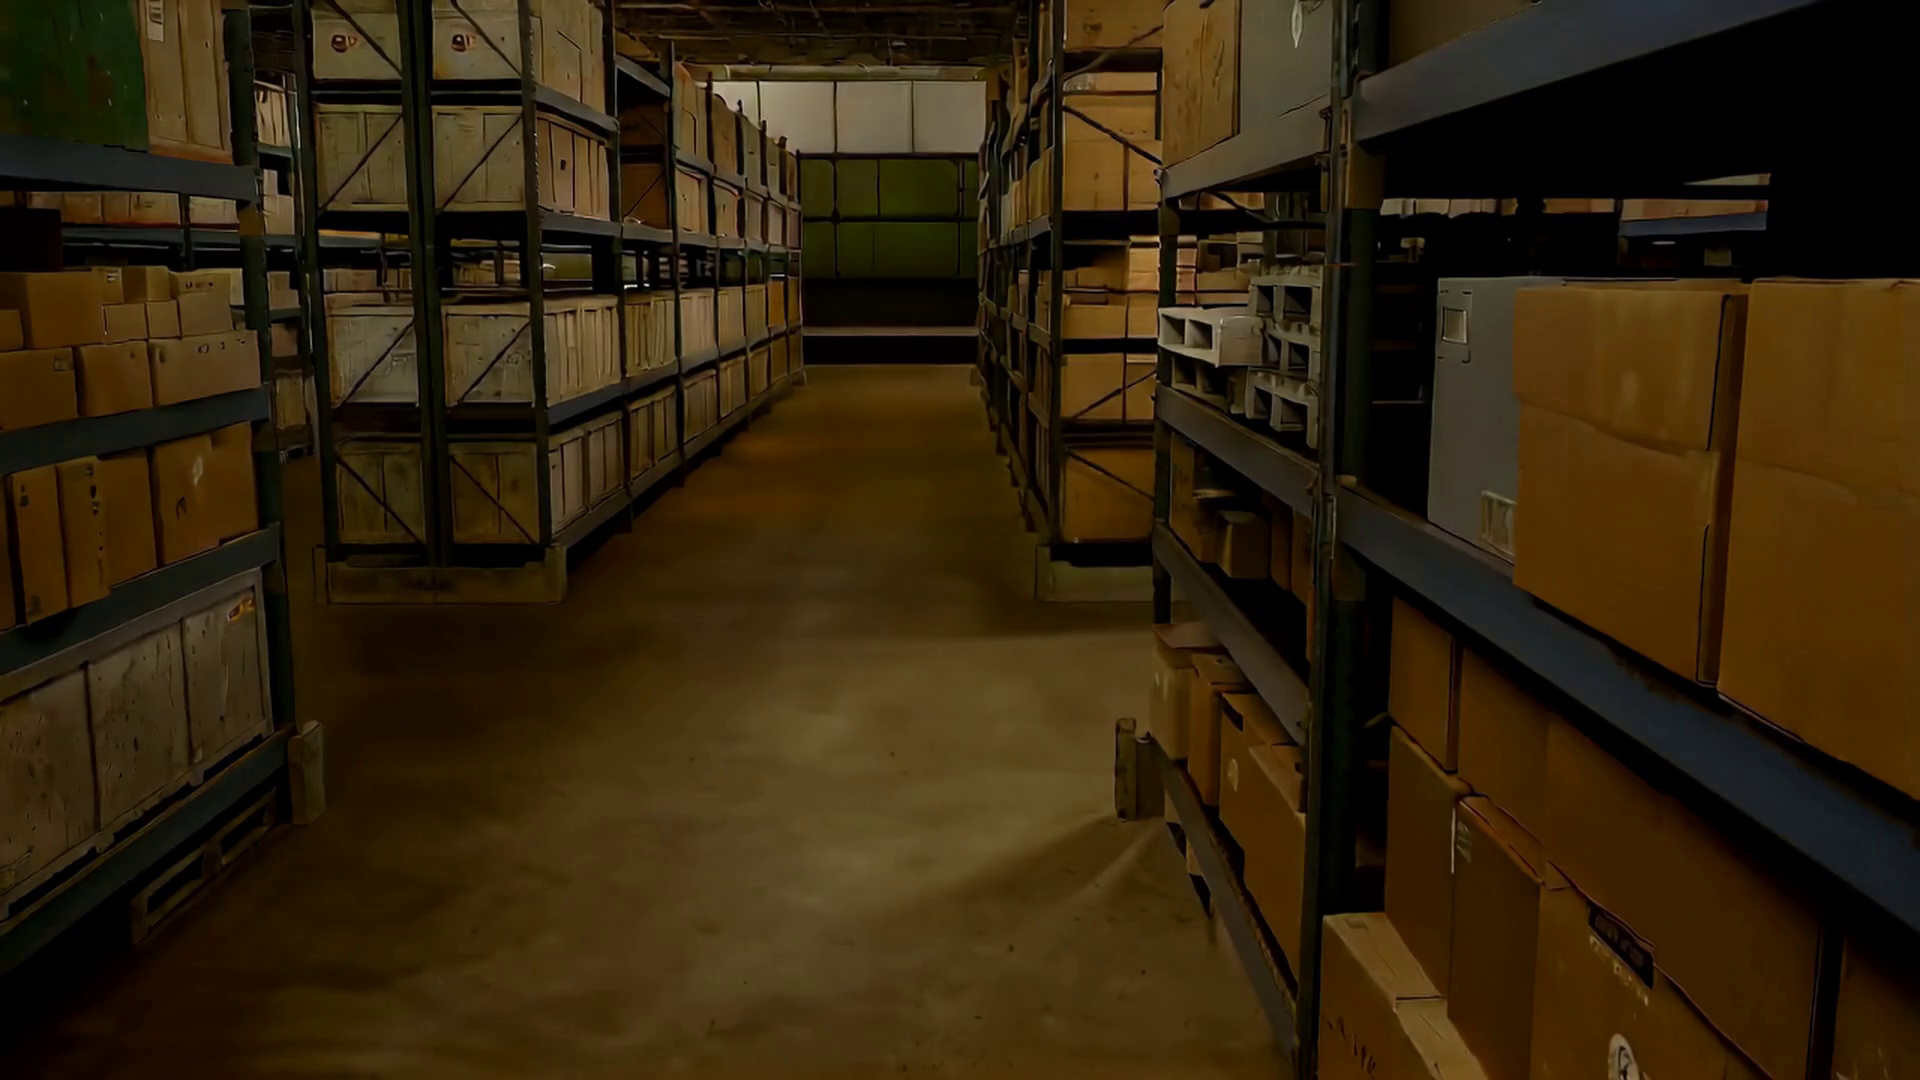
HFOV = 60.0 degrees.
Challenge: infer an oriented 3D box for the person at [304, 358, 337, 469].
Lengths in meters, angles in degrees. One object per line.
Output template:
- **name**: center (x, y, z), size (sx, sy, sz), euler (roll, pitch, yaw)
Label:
- **person**: center (-9.786, -1.975, 25.535), size (0.489, 1.713, 0.743), euler (-2, 9, -13)

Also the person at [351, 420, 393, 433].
- **person**: center (-8.792, -1.942, 24.814), size (0.675, 1.883, 0.532), euler (1, 9, 3)
